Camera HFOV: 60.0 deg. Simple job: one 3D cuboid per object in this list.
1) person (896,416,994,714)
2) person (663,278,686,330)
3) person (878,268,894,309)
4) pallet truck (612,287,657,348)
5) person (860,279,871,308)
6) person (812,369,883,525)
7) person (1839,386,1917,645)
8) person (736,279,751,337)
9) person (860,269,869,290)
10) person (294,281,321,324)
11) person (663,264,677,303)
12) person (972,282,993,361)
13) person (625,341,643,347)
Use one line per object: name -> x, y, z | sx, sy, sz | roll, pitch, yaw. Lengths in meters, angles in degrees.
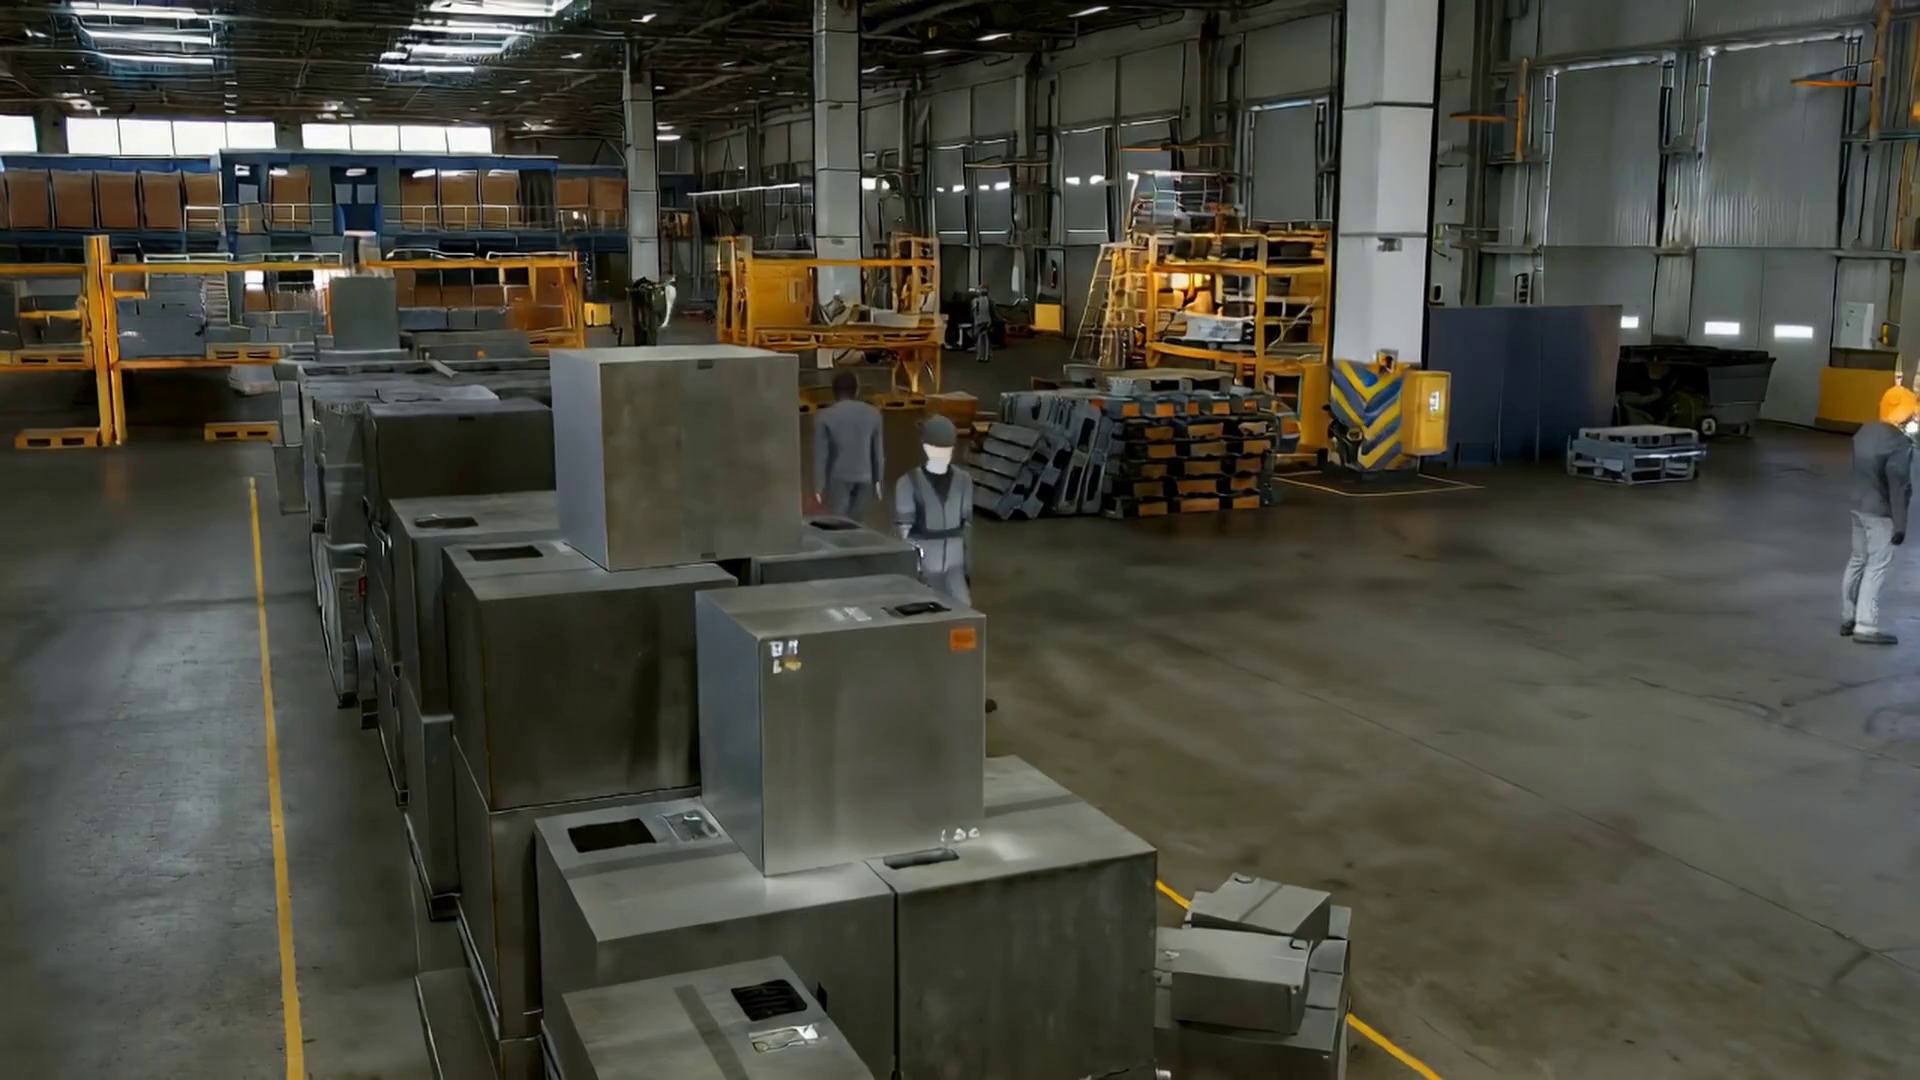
person -> -0.105, 0.177, 10.427 | 0.559, 1.889, 0.976 | -5, 11, -24
person -> -9.403, -7.698, 54.359 | 0.746, 1.713, 0.505 | -7, 12, -33
person -> -2.618, -8.695, 59.217 | 0.599, 1.939, 0.414 | -2, 11, -12
pallet truck -> -6.464, -4.406, 35.401 | 0.823, 1.965, 1.885 | 6, 12, 32
person -> -2.866, -6.559, 47.699 | 0.633, 1.842, 0.429 | -2, 11, -13
person -> -0.901, -0.475, 13.992 | 0.639, 1.919, 0.770 | -6, 12, -28
person -> 6.799, -0.175, 12.295 | 0.387, 1.927, 0.639 | 0, 10, 0
person -> -6.325, -6.712, 48.584 | 0.648, 1.823, 0.451 | 9, 14, 41
person -> -3.458, -8.743, 59.501 | 0.587, 1.927, 0.369 | -10, 14, -43
person -> -17.129, -5.856, 43.695 | 0.647, 1.895, 0.947 | -5, 11, -24
person -> -12.923, -11.435, 74.185 | 0.612, 1.986, 0.407 | -1, 10, -3
person -> 0.539, -5.370, 40.880 | 0.547, 1.937, 0.379 | -3, 11, -14
person -> -3.600, -1.245, 18.282 | 0.528, 1.887, 0.620 | 4, 11, 21
